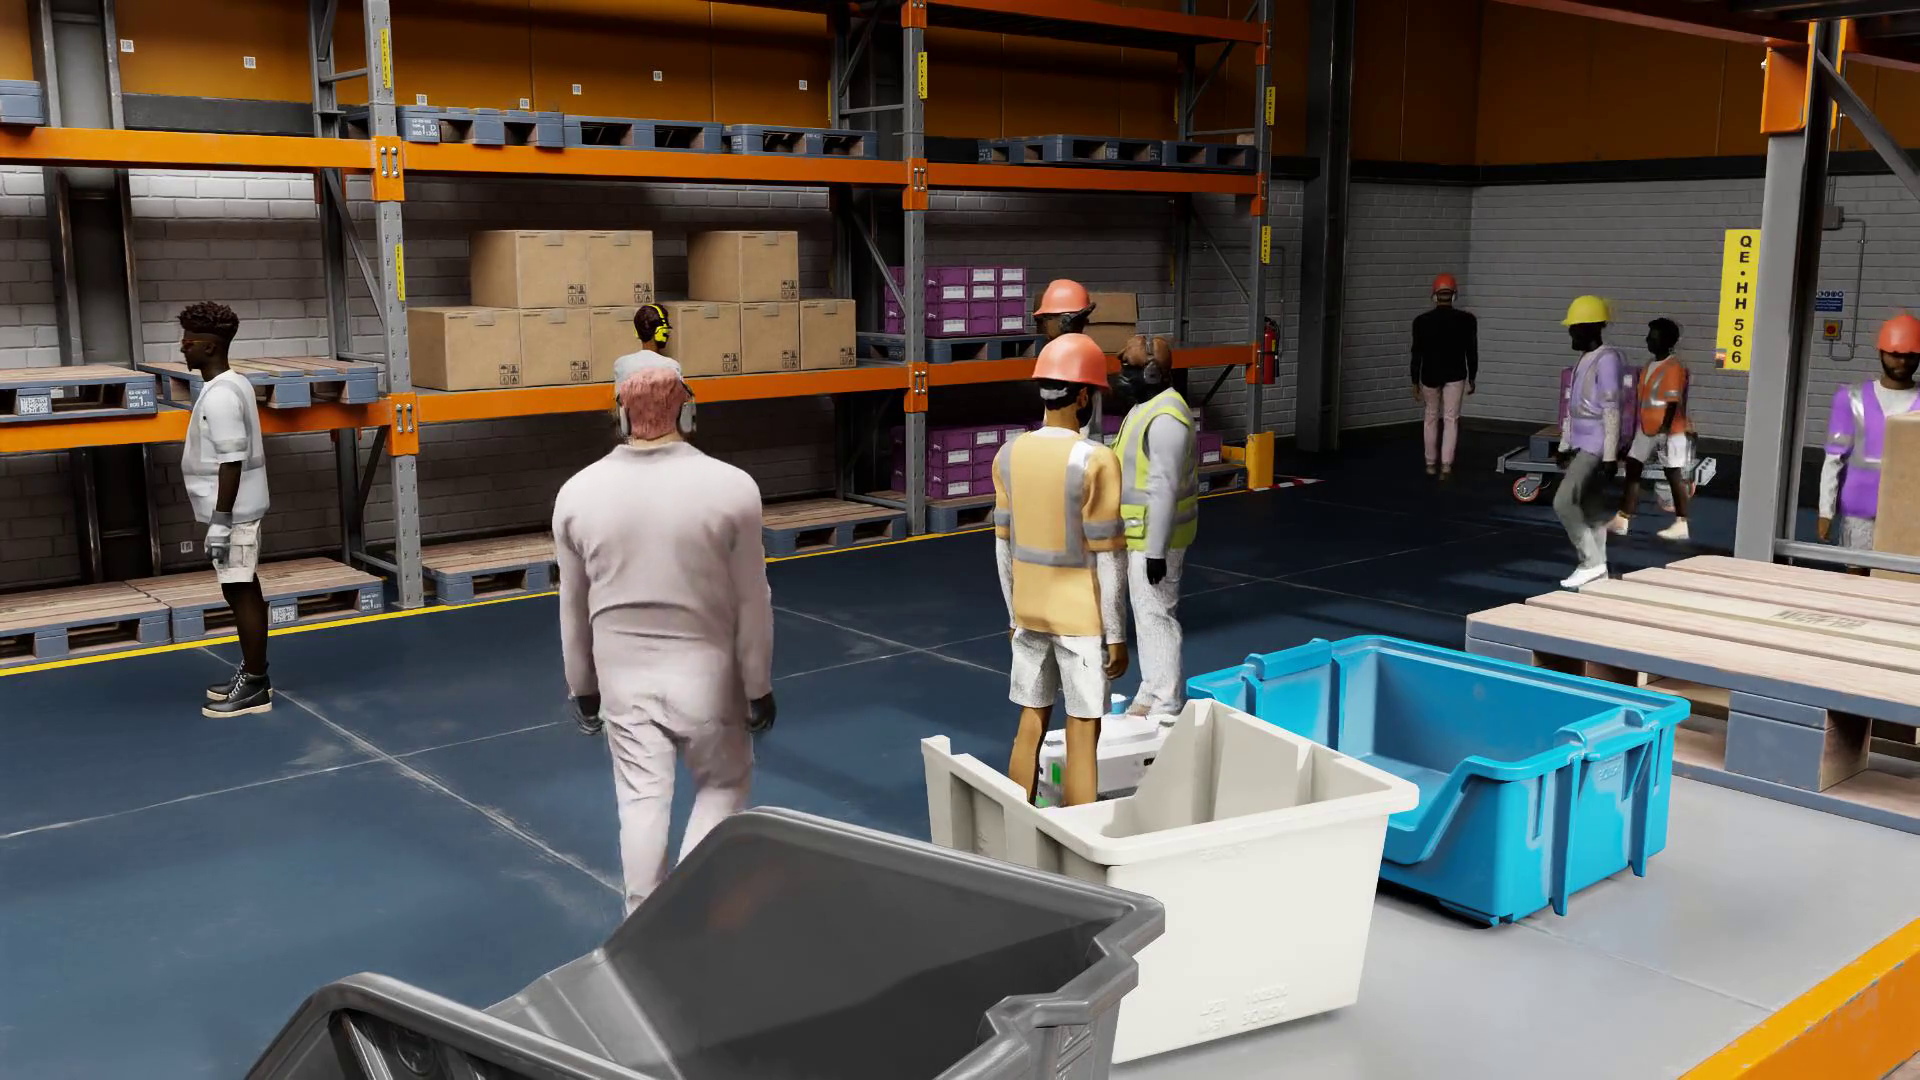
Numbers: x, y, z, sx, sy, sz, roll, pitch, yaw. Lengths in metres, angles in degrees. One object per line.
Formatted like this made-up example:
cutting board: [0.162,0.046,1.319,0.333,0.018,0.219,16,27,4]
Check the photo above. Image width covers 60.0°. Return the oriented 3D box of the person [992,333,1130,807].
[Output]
person: [0.369,0.259,5.741,0.543,1.934,0.362,9,14,42]

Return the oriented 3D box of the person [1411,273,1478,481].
person: [4.597,-1.551,15.819,0.608,1.958,0.995,4,11,20]

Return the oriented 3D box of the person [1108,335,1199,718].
person: [0.851,-0.005,7.513,0.429,1.835,0.629,0,10,-2]

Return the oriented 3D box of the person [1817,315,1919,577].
person: [4.640,-0.186,8.369,0.567,1.893,0.981,5,11,27]

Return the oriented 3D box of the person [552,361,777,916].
person: [-0.885,0.413,4.995,0.666,1.887,0.476,1,10,8]

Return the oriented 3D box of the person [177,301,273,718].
person: [-3.485,-0.146,7.912,0.366,1.967,0.602,-3,11,-17]

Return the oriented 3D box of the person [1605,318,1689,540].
person: [5.197,-0.829,12.545,0.766,1.669,0.547,-1,10,-3]

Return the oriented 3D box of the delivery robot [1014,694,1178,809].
delivery robot: [0.567,0.819,6.204,0.707,0.478,0.477,-5,11,-27]

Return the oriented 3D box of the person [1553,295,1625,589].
person: [4.023,-0.611,10.690,0.493,1.905,0.621,1,10,7]

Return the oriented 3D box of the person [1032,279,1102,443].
person: [0.576,-0.379,9.009,0.391,2.040,0.615,1,10,6]

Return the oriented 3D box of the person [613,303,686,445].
person: [-1.883,-0.514,10.249,0.537,1.869,0.312,5,11,25]
